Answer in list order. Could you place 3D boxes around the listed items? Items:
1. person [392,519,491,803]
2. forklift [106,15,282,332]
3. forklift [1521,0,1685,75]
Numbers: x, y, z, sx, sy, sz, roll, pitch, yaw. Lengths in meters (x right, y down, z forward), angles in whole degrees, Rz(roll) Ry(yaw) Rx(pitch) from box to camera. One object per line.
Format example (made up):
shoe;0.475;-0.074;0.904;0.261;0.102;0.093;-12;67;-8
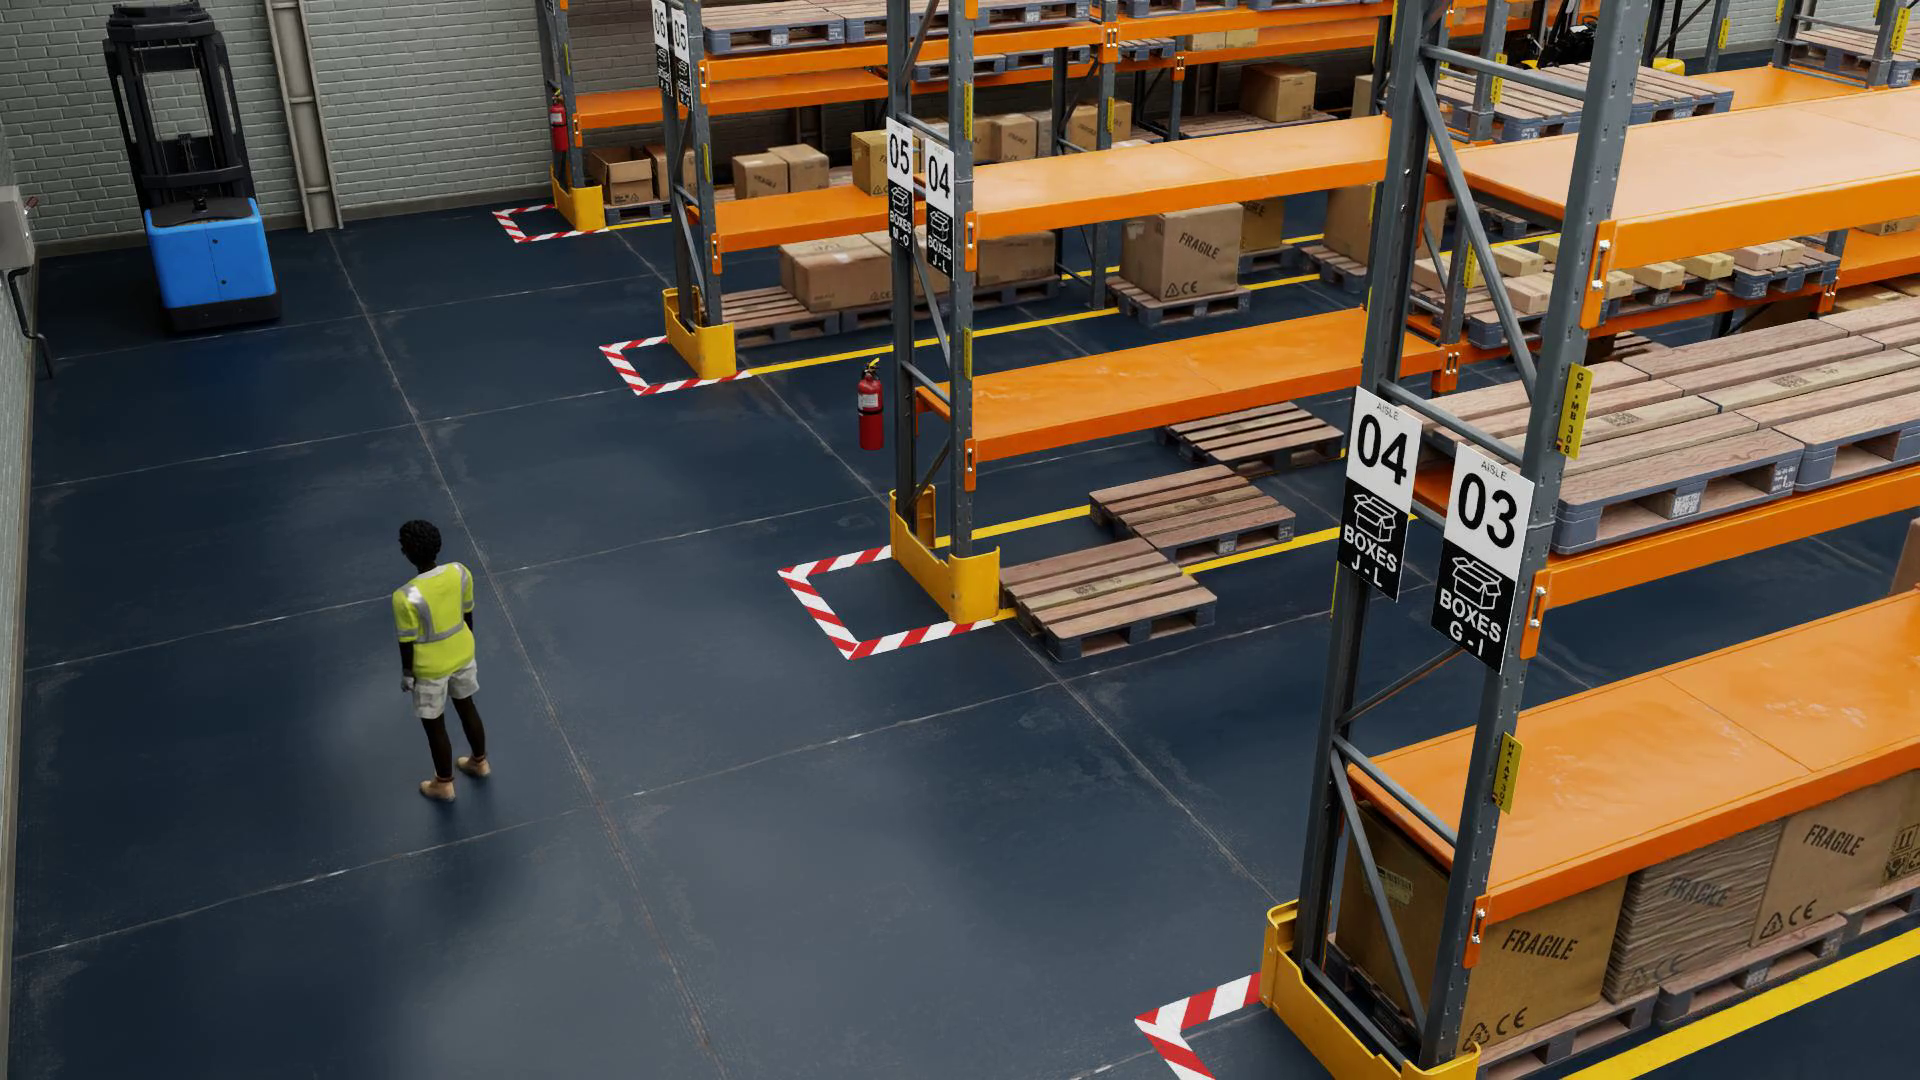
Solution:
person;-2.894;0.666;9.285;0.320;1.686;0.539;15;31;26
forklift;-7.548;-3.672;16.323;1.129;2.768;1.873;-12;30;-22
forklift;8.950;-6.807;23.056;1.214;2.155;2.313;-12;30;-22
